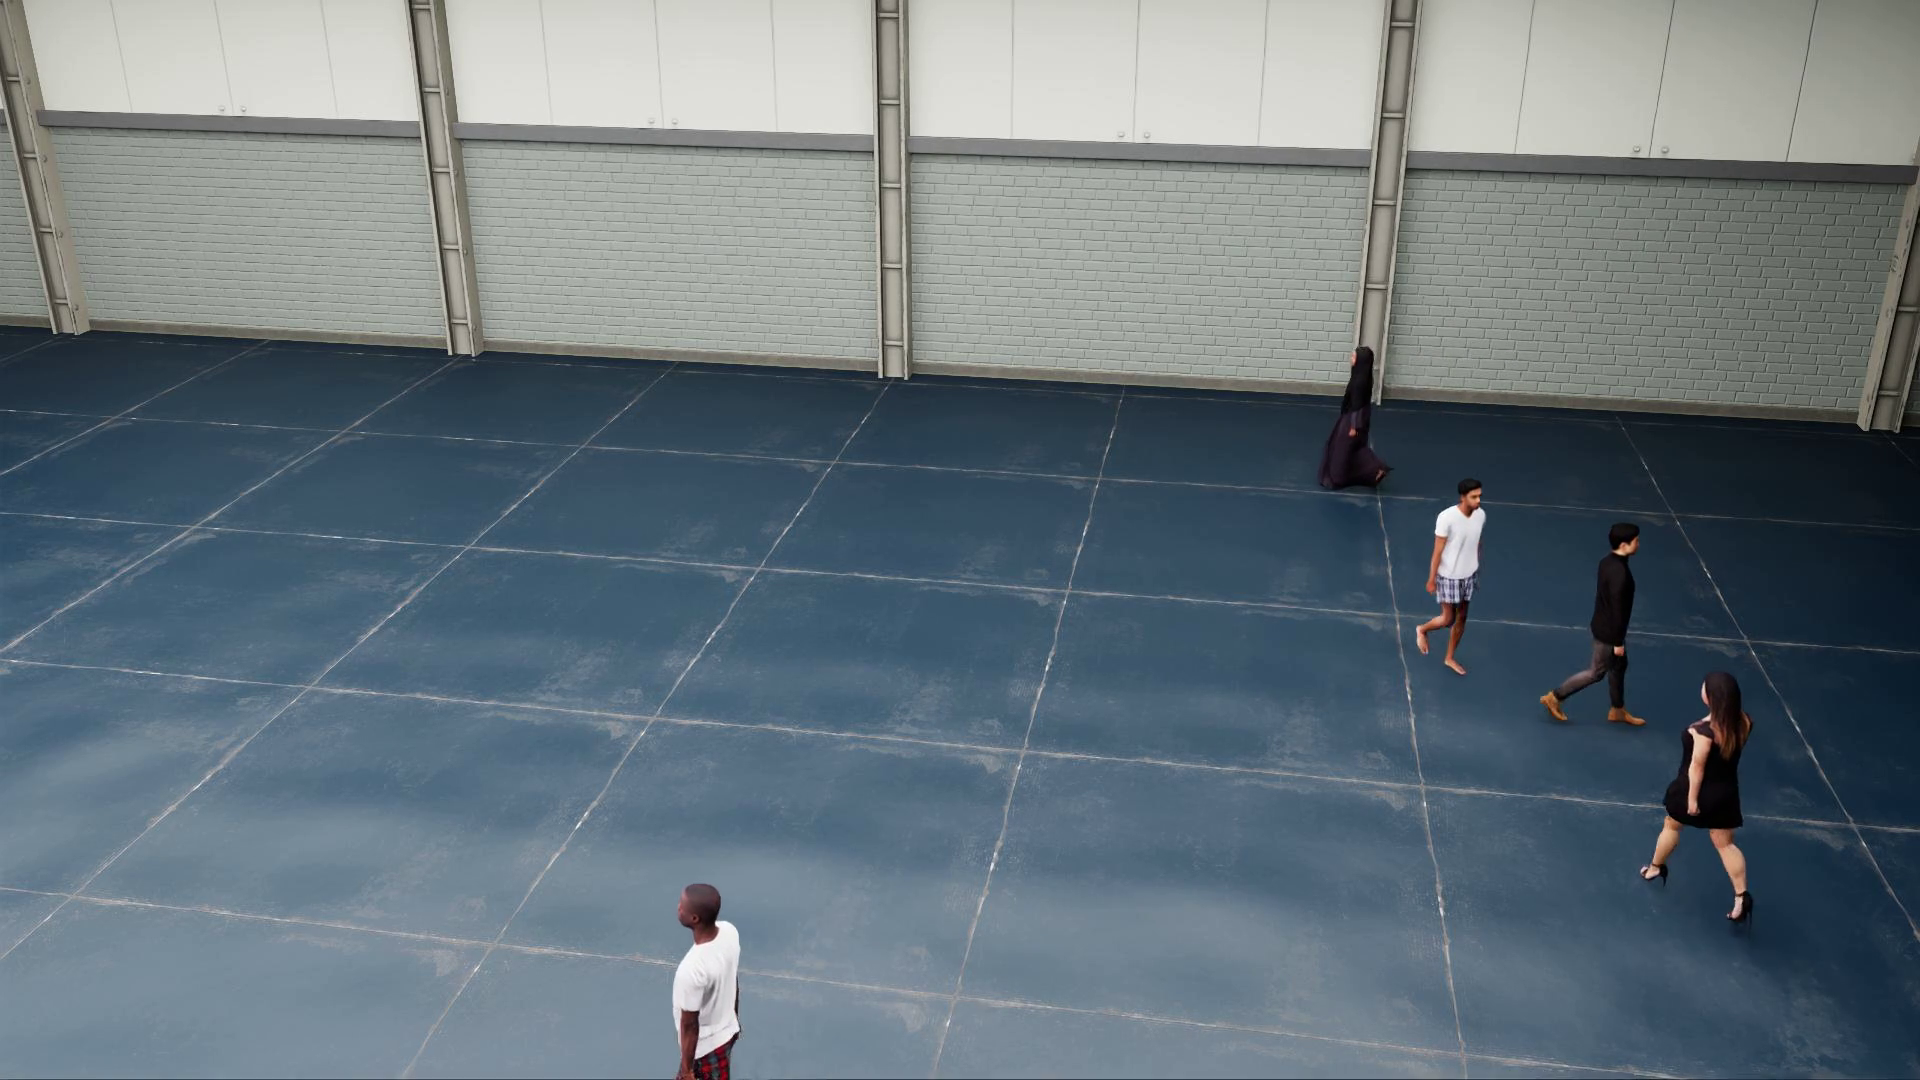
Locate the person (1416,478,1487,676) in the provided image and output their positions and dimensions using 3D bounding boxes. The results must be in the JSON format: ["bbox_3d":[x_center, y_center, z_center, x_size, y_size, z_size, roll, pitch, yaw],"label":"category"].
[{"bbox_3d":[4.097,0.261,13.901,0.857,1.717,0.910,-11,25,-24],"label":"person"}]

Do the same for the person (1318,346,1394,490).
[{"bbox_3d":[4.264,-1.281,17.678,1.041,1.597,0.734,9,25,20],"label":"person"}]

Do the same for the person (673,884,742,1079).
[{"bbox_3d":[-1.192,2.558,8.384,1.056,1.808,0.705,6,24,13],"label":"person"}]

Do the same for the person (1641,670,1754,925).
[{"bbox_3d":[4.864,1.674,10.631,1.107,1.675,1.071,-10,25,-22],"label":"person"}]

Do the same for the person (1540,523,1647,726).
[{"bbox_3d":[4.980,0.679,12.929,1.076,1.708,0.725,7,24,16],"label":"person"}]
